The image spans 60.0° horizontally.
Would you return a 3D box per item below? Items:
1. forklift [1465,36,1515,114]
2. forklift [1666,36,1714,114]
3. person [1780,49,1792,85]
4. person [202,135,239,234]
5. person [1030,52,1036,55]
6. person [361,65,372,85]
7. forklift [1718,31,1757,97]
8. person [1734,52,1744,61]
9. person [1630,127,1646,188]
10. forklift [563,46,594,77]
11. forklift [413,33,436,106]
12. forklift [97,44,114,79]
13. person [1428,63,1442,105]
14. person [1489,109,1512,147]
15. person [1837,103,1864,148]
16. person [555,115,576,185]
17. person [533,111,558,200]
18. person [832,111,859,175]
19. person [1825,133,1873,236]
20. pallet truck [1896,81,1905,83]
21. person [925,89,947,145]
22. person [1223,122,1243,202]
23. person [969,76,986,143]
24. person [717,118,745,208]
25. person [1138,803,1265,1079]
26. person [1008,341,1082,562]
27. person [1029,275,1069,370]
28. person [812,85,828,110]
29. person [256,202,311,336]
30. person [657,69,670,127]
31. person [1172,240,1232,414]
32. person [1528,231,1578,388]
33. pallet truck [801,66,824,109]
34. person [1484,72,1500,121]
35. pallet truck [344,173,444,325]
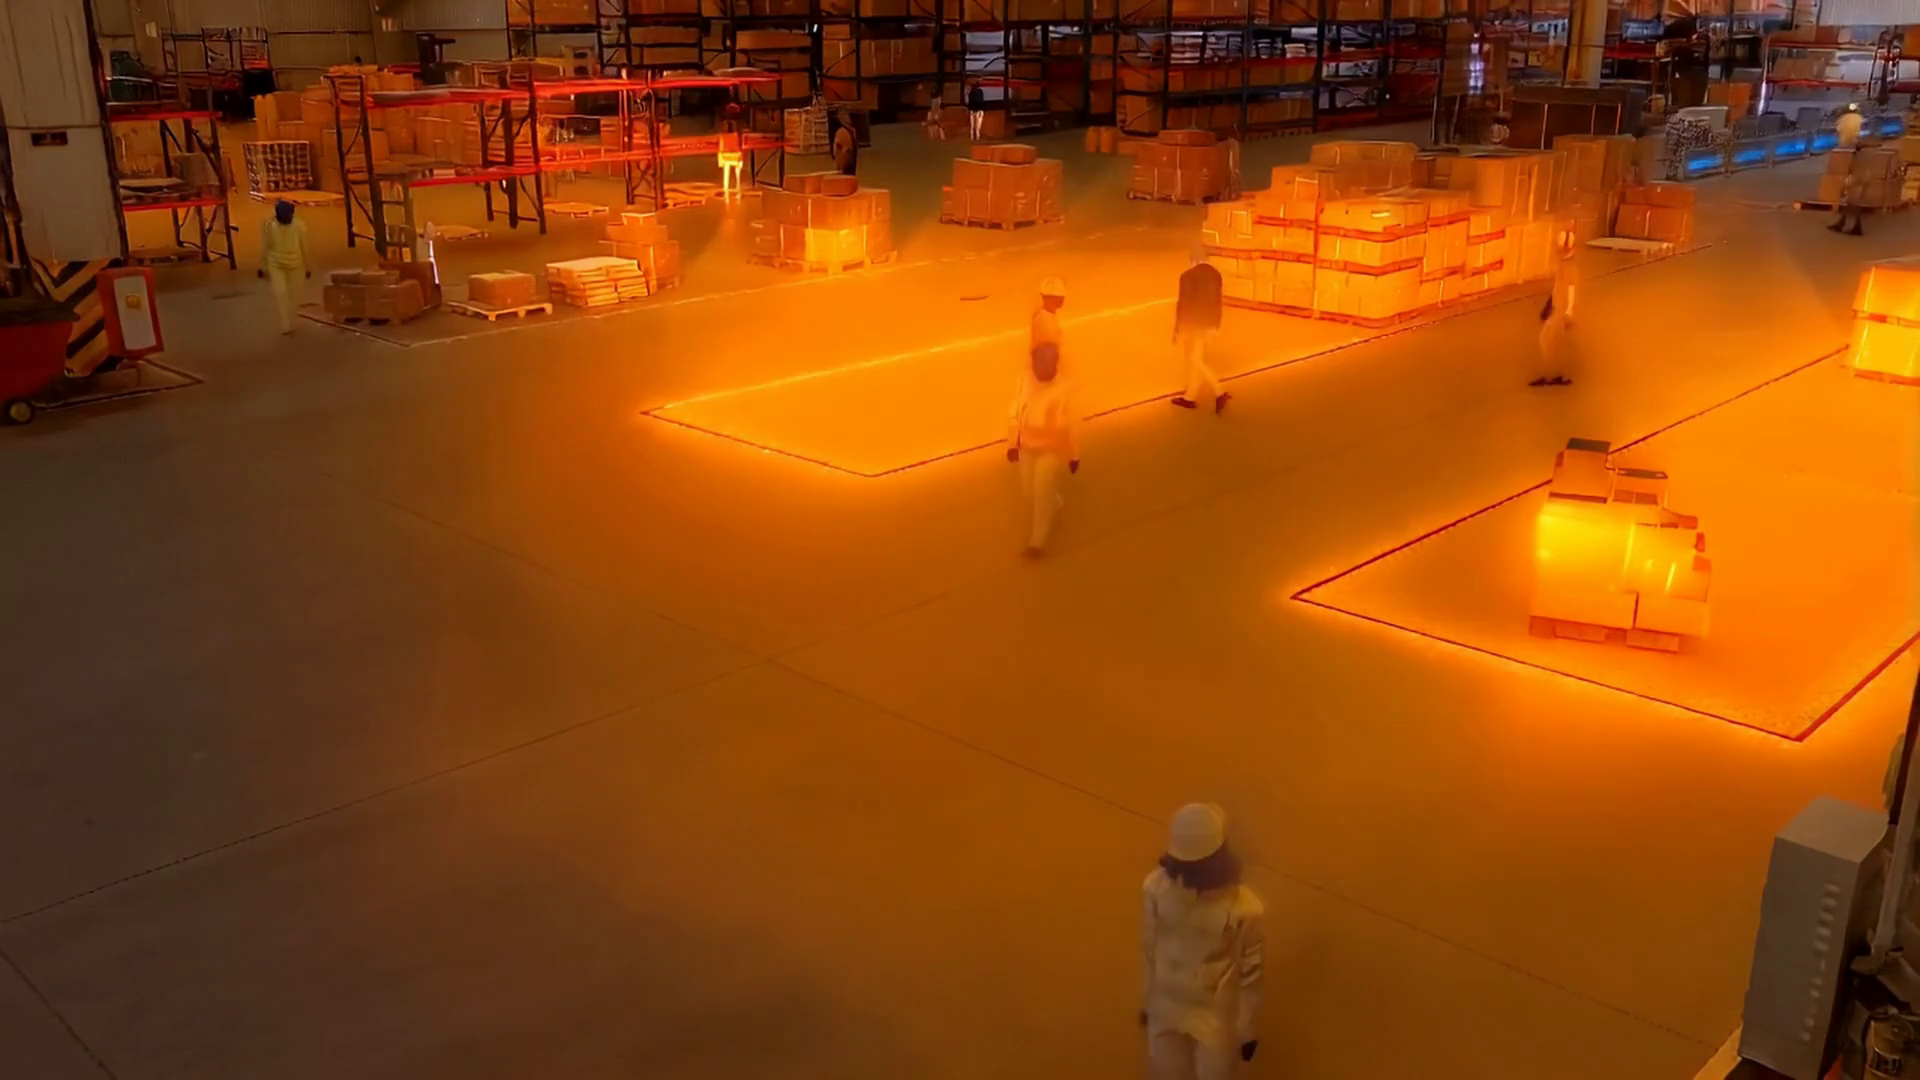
[{"bbox_3d":[19.973,-17.201,61.605,1.873,2.768,1.129,16,24,40],"label":"forklift"},{"bbox_3d":[27.341,-17.291,61.877,1.129,2.768,1.873,17,25,41],"label":"forklift"},{"bbox_3d":[40.038,-23.056,80.683,0.657,1.952,0.978,17,25,41],"label":"person"},{"bbox_3d":[-14.059,-6.729,31.624,0.971,1.880,0.592,17,25,42],"label":"person"},{"bbox_3d":[3.574,-23.044,80.731,0.407,1.910,0.638,11,21,29],"label":"person"},{"bbox_3d":[-21.426,-16.181,60.094,0.971,1.896,0.549,4,19,11],"label":"person"},{"bbox_3d":[32.627,-19.845,69.573,1.129,2.768,1.873,4,19,10],"label":"forklift"},{"bbox_3d":[35.487,-21.374,75.953,0.541,1.745,0.640,16,24,40],"label":"person"},{"bbox_3d":[15.071,-8.307,36.792,0.560,1.609,0.551,13,22,34],"label":"person"},{"bbox_3d":[-11.745,-13.879,51.597,1.873,2.768,1.129,16,24,40],"label":"forklift"},{"bbox_3d":[-21.124,-18.666,66.019,1.873,2.768,1.129,3,19,9],"label":"forklift"},{"bbox_3d":[-27.144,-14.333,52.966,1.873,2.768,1.129,-4,19,-12],"label":"forklift"},{"bbox_3d":[17.584,-16.706,61.642,0.878,1.913,0.549,17,25,41],"label":"person"},{"bbox_3d":[12.337,-8.896,38.091,0.556,1.910,0.581,15,24,39],"label":"person"},{"bbox_3d":[22.433,-10.126,42.002,0.907,1.795,0.604,-15,23,-37],"label":"person"},{"bbox_3d":[-9.434,-9.317,39.789,0.512,1.642,0.312,0,18,0],"label":"person"},{"bbox_3d":[-9.226,-8.551,37.016,0.632,1.939,0.368,8,20,23],"label":"person"},{"bbox_3d":[-2.506,-8.197,35.791,0.535,2.000,0.673,10,21,27],"label":"person"},{"bbox_3d":[17.034,-6.816,31.837,0.579,1.902,0.911,-11,22,-31],"label":"person"},{"bbox_3d":[34.802,-16.331,61.455,0.653,1.274,1.630,17,25,41],"label":"pallet truck"},{"bbox_3d":[-0.733,-12.714,49.981,0.759,1.650,0.550,3,19,8],"label":"person"},{"bbox_3d":[5.792,-7.874,35.121,0.510,1.853,0.513,2,18,5],"label":"person"},{"bbox_3d":[0.529,-13.130,50.723,0.375,1.996,0.608,-15,24,-39],"label":"person"},{"bbox_3d":[-4.895,-8.067,35.644,0.585,1.881,0.343,-5,19,-16],"label":"person"},{"bbox_3d":[0.911,1.751,6.300,0.499,1.724,0.562,10,21,27],"label":"person"},{"bbox_3d":[0.737,-0.781,13.804,0.622,1.817,0.774,16,24,39],"label":"person"},{"bbox_3d":[0.855,-1.587,16.036,0.373,1.934,0.552,5,19,13],"label":"person"},{"bbox_3d":[-4.395,-13.605,52.732,0.612,1.632,0.326,1,18,3],"label":"person"},{"bbox_3d":[-9.130,-3.668,22.536,0.688,1.789,0.902,-11,22,-31],"label":"person"},{"bbox_3d":[-10.093,-15.035,56.599,0.589,1.912,0.390,14,23,36],"label":"person"},{"bbox_3d":[2.699,-2.337,18.345,0.811,1.913,0.632,17,25,41],"label":"person"},{"bbox_3d":[6.986,-2.703,19.549,0.677,1.848,0.533,4,19,11],"label":"person"},{"bbox_3d":[-4.812,-15.182,56.903,0.823,1.965,1.885,-9,21,-26],"label":"pallet truck"},{"bbox_3d":[18.830,-15.707,58.955,0.533,1.697,0.318,-1,18,-4],"label":"person"},{"bbox_3d":[-8.209,-4.181,23.757,0.823,1.965,1.885,3,19,9],"label":"pallet truck"}]
